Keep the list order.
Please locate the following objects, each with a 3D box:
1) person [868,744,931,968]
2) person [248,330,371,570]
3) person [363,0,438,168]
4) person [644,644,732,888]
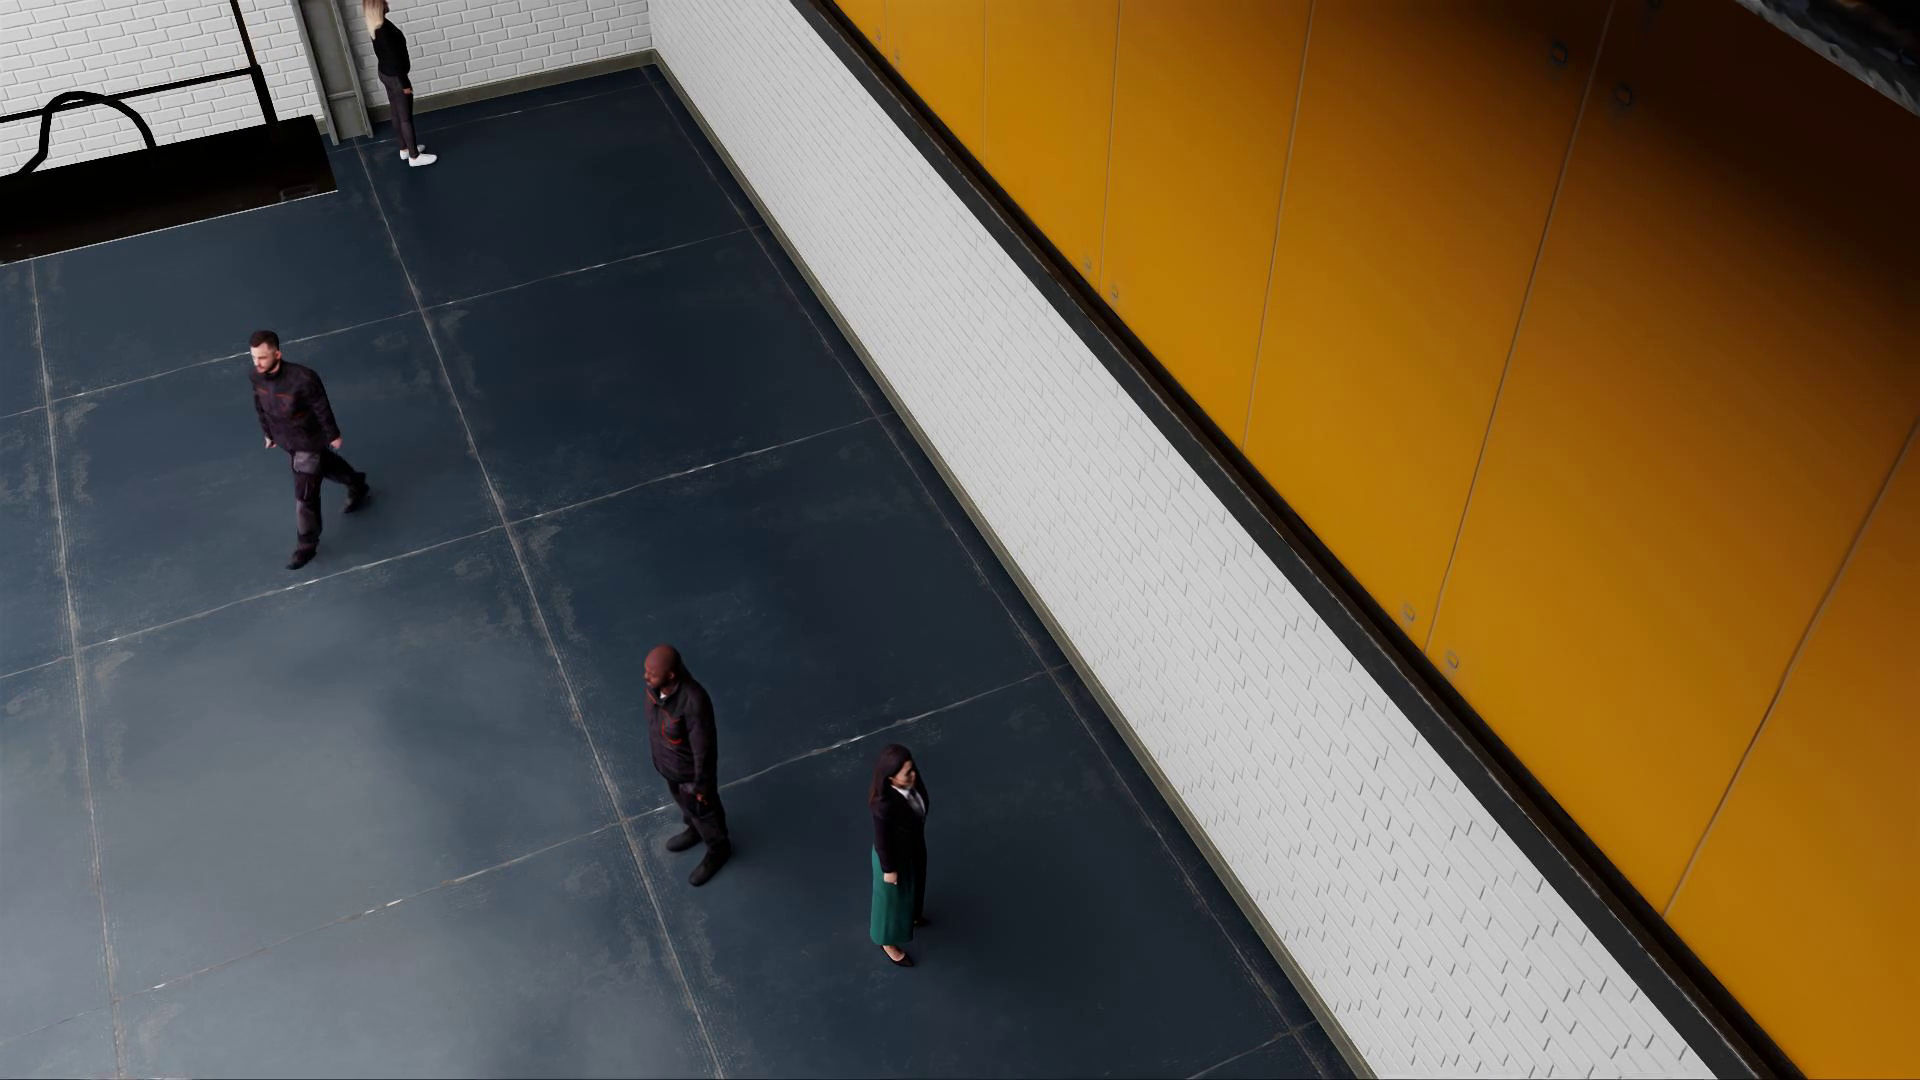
[{"bbox_3d":[-0.342,1.714,9.197,0.734,1.740,0.679,13,45,13],"label":"person"},{"bbox_3d":[-4.602,-0.777,11.762,1.221,1.809,1.311,16,46,16],"label":"person"},{"bbox_3d":[-5.295,-4.309,15.558,0.596,1.686,0.648,-27,50,-25],"label":"person"},{"bbox_3d":[-1.561,1.239,9.643,0.731,1.813,0.773,-32,52,-29],"label":"person"}]
